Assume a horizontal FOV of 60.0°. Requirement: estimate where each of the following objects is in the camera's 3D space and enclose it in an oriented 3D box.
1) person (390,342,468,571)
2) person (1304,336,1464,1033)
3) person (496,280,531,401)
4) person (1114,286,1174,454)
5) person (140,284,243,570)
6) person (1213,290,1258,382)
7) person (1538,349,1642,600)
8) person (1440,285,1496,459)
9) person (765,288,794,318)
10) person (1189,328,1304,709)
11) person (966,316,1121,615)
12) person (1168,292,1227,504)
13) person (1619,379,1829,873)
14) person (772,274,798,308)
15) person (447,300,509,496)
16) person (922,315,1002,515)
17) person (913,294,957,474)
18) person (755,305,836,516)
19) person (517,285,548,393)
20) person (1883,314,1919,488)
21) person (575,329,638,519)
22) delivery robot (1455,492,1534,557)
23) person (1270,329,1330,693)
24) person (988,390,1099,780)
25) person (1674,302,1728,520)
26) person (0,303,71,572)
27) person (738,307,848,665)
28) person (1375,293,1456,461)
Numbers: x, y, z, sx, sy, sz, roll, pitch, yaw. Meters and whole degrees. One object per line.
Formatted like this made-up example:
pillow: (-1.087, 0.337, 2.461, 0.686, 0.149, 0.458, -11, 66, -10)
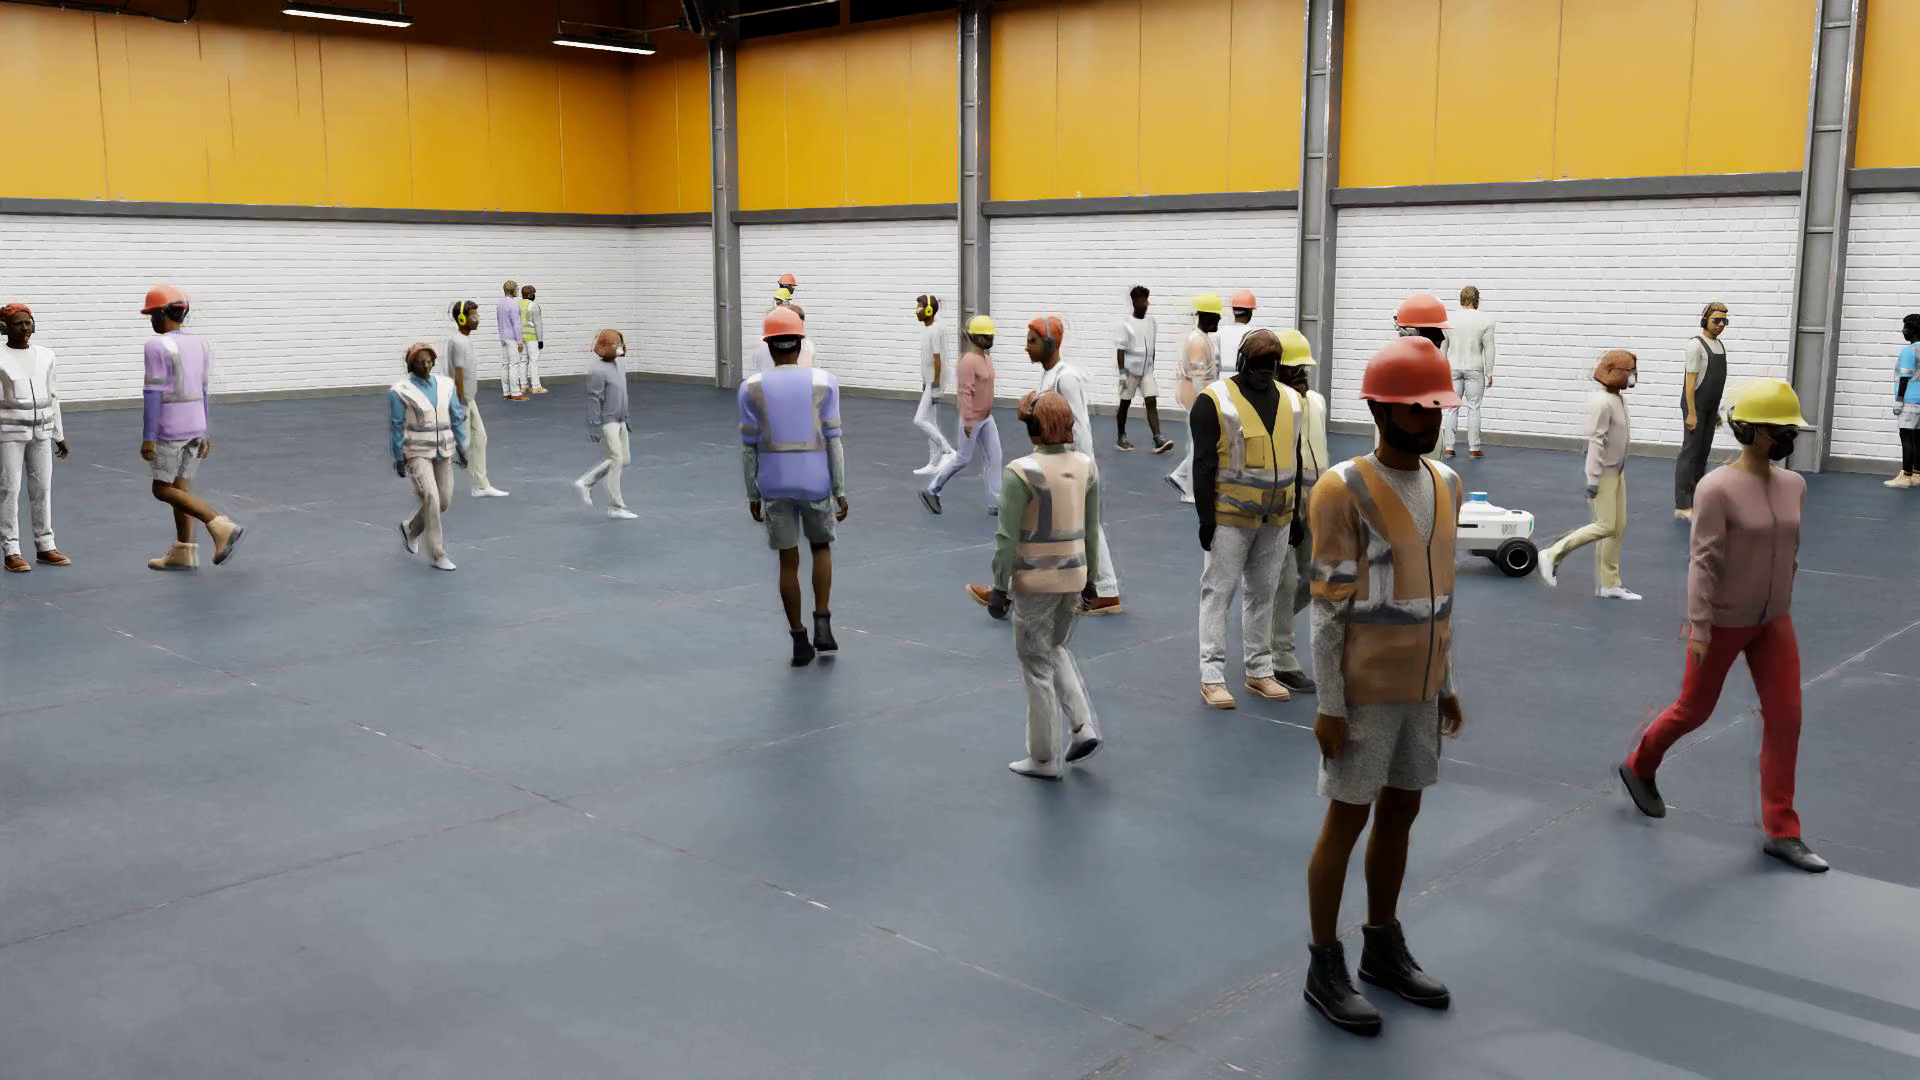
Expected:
person: (-3.823, -0.608, 11.838, 0.665, 1.613, 0.523, 7, 12, 38)
person: (1.218, 0.401, 4.673, 0.550, 1.935, 0.370, -6, 11, -34)
person: (-7.185, -3.187, 26.665, 0.372, 1.940, 0.630, -8, 12, -42)
person: (2.081, -1.944, 19.105, 0.622, 1.911, 0.997, -5, 11, -28)
person: (-5.391, -0.768, 11.591, 0.633, 2.018, 0.631, 1, 9, 4)
person: (2.652, -1.416, 15.854, 0.554, 1.921, 0.468, 9, 13, 44)
person: (4.088, -0.417, 10.671, 0.559, 1.620, 0.509, 7, 11, 35)
person: (5.648, -1.869, 18.592, 0.633, 1.936, 0.355, 5, 11, 29)
person: (-2.713, -2.934, 25.450, 0.600, 1.827, 0.403, 8, 12, 41)
person: (1.417, -0.107, 8.102, 0.623, 1.837, 0.430, -4, 10, -23)
person: (0.532, -0.432, 10.096, 1.006, 1.826, 0.593, -1, 9, -4)
person: (2.177, -1.263, 14.946, 0.419, 1.907, 0.608, 2, 9, 10)
person: (2.831, 0.264, 6.104, 0.527, 1.731, 0.856, -3, 10, -20)
person: (-2.828, -3.332, 27.240, 0.381, 2.040, 0.616, -6, 11, -34)
person: (-4.651, -1.290, 15.351, 0.788, 1.847, 0.514, -2, 9, -9)
person: (0.088, -1.060, 14.261, 0.836, 1.738, 0.535, 4, 10, 25)
person: (-0.309, -1.584, 17.071, 0.406, 1.858, 0.554, -1, 9, -7)
person: (-1.377, -1.063, 14.030, 0.633, 1.815, 0.789, -8, 12, -40)
person: (-7.340, -3.423, 28.409, 0.633, 1.842, 0.429, 6, 11, 34)
person: (9.238, -1.347, 16.147, 0.531, 1.691, 0.319, -8, 12, -40)
person: (-3.027, -0.990, 14.162, 0.549, 1.621, 0.502, 2, 10, 14)
delivery robot: (3.623, -0.093, 11.639, 0.707, 0.478, 0.477, 1, 9, 7)
person: (1.653, -0.158, 8.452, 0.638, 1.820, 0.579, -7, 11, -36)
person: (0.342, 0.193, 6.900, 0.368, 1.629, 0.519, 9, 13, 44)
person: (6.302, -1.088, 14.091, 0.506, 1.843, 0.351, -8, 12, -39)
person: (-6.600, -0.725, 11.740, 0.354, 1.883, 0.573, 5, 11, 30)
person: (-0.895, -0.286, 8.954, 0.573, 1.910, 0.471, -1, 9, -4)
person: (2.374, -0.296, 8.767, 0.396, 1.992, 0.623, 5, 10, 27)
